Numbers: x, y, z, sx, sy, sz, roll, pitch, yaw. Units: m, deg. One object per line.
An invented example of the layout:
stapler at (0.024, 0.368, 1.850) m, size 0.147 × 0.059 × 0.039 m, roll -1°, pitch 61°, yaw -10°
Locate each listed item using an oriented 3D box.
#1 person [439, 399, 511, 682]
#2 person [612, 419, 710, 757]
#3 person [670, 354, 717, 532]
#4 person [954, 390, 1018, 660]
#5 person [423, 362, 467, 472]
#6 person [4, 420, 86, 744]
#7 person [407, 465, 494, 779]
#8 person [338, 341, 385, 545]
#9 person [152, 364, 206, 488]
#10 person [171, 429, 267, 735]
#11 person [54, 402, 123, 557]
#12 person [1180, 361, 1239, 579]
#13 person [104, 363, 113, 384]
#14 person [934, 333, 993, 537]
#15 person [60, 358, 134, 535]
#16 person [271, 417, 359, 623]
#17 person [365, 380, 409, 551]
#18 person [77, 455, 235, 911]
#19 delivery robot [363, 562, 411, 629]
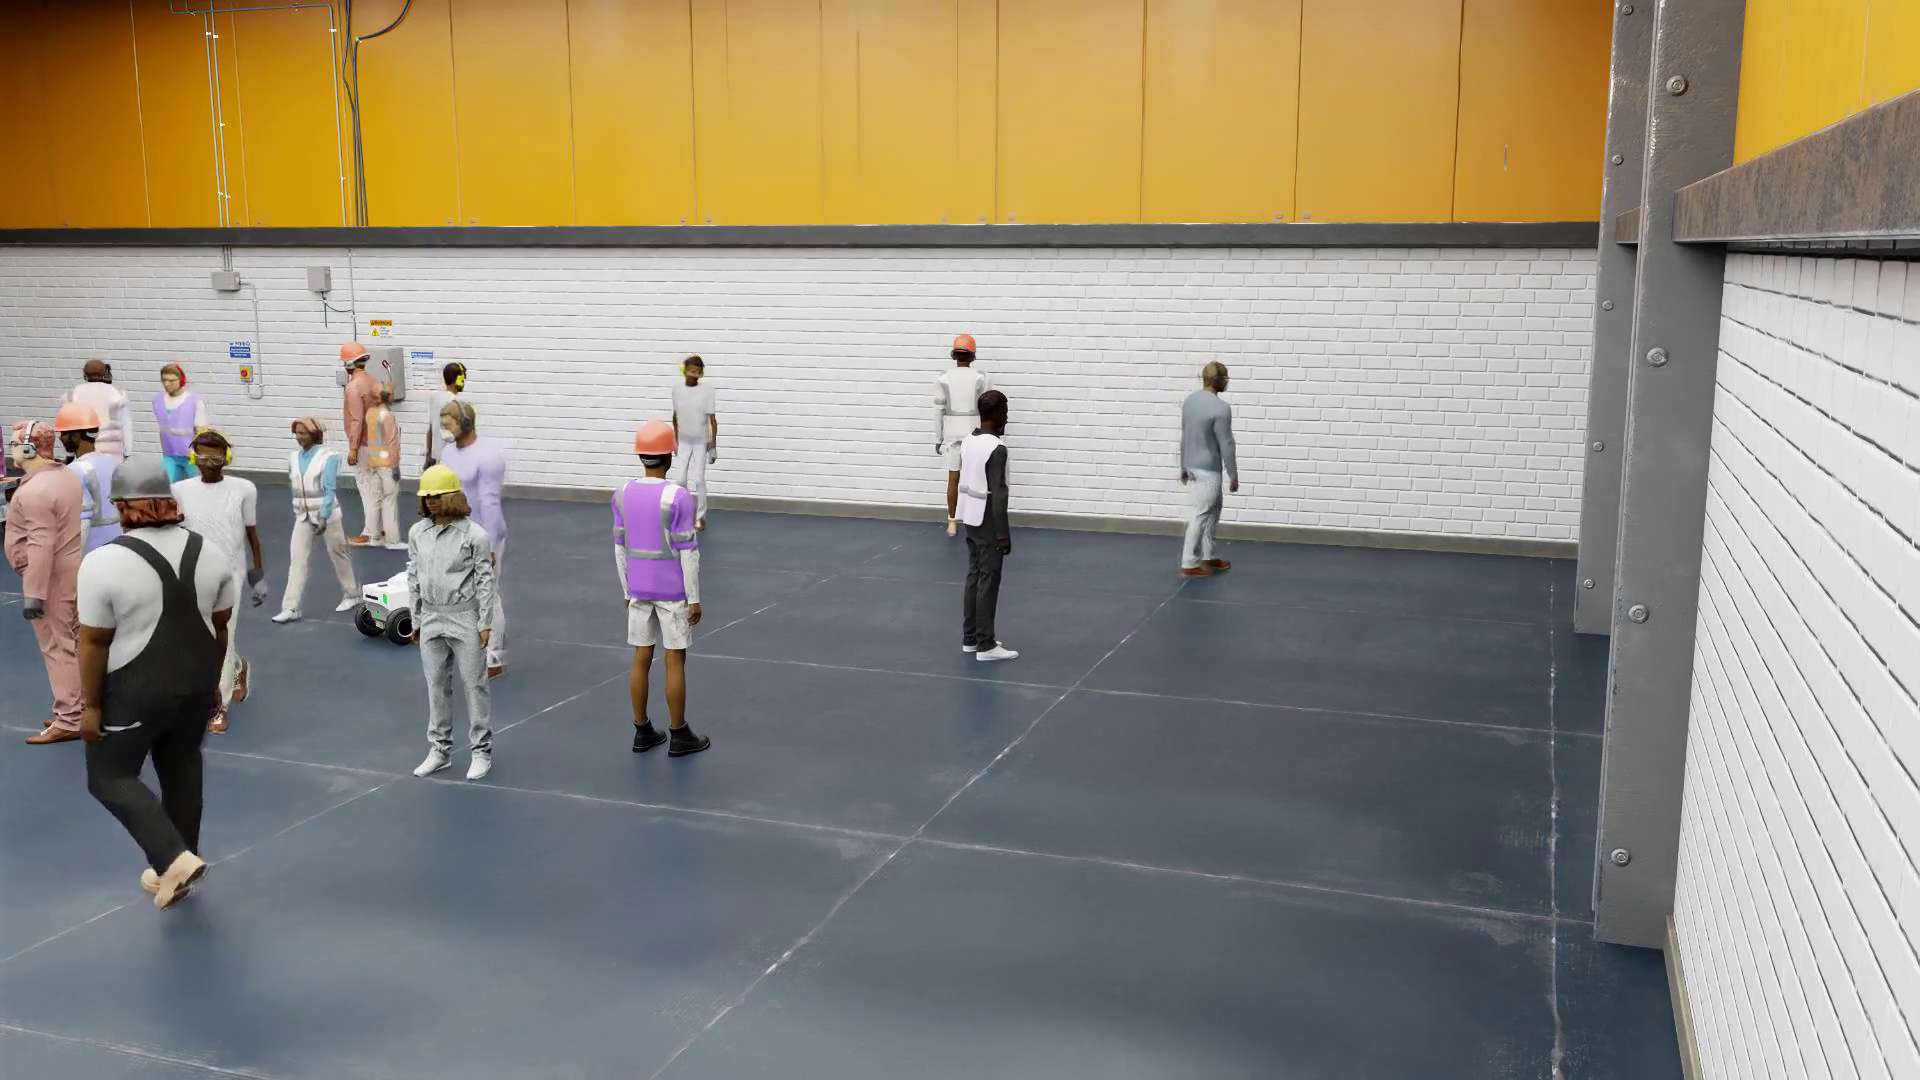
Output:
person at (-3.242, 0.016, 11.094) m, size 0.644 × 1.921 × 0.441 m, roll 7°, pitch 12°, yaw 35°
person at (-1.713, 0.278, 9.533) m, size 0.545 × 1.942 × 0.351 m, roll 5°, pitch 11°, yaw 25°
person at (-2.689, -0.974, 16.900) m, size 0.535 × 1.827 × 0.552 m, roll 2°, pitch 10°, yaw 9°
person at (0.172, -0.096, 11.807) m, size 0.385 × 1.887 × 0.593 m, roll -4°, pitch 11°, yaw -21°
person at (-4.710, -0.757, 15.665) m, size 0.506 × 1.828 × 0.868 m, roll 9°, pitch 14°, yaw 42°
person at (-5.394, 0.243, 9.823) m, size 0.405 × 1.911 × 0.636 m, roll -2°, pitch 10°, yaw -11°
person at (-2.794, 0.452, 9.109) m, size 0.489 × 1.743 × 0.322 m, roll 2°, pitch 10°, yaw 12°
person at (-5.844, -0.943, 16.266) m, size 0.394 × 1.990 × 0.618 m, roll 0°, pitch 10°, yaw 3°
person at (-7.484, -0.771, 15.869) m, size 0.593 × 1.785 × 0.959 m, roll 2°, pitch 10°, yaw 14°
person at (-4.584, 0.211, 10.274) m, size 0.543 × 1.824 × 0.915 m, roll -2°, pitch 10°, yaw -11°
person at (-5.553, 0.086, 10.630) m, size 0.368 × 1.933 × 0.553 m, roll 0°, pitch 10°, yaw 1°
person at (2.245, -0.615, 14.642) m, size 0.746 × 1.909 × 0.656 m, roll -4°, pitch 11°, yaw -22°
person at (-9.235, -1.065, 17.810) m, size 0.598 × 1.681 × 0.537 m, roll -2°, pitch 10°, yaw -9°
person at (0.043, -1.048, 16.712) m, size 0.605 × 2.045 × 0.382 m, roll 1°, pitch 10°, yaw 7°
person at (-8.475, -0.867, 16.350) m, size 0.640 × 1.825 × 0.678 m, roll -3°, pitch 11°, yaw -18°
person at (-5.071, -0.169, 13.051) m, size 0.516 × 1.589 × 0.849 m, roll 3°, pitch 11°, yaw 19°
person at (-5.524, -0.714, 15.983) m, size 0.309 × 1.642 × 0.522 m, roll -9°, pitch 14°, yaw -42°
person at (-3.518, 0.627, 7.287) m, size 0.619 × 2.000 × 0.699 m, roll 6°, pitch 12°, yaw 29°
delivery robot at (-4.086, 0.404, 12.466) m, size 0.477 × 0.478 × 0.707 m, roll 8°, pitch 13°, yaw 40°
